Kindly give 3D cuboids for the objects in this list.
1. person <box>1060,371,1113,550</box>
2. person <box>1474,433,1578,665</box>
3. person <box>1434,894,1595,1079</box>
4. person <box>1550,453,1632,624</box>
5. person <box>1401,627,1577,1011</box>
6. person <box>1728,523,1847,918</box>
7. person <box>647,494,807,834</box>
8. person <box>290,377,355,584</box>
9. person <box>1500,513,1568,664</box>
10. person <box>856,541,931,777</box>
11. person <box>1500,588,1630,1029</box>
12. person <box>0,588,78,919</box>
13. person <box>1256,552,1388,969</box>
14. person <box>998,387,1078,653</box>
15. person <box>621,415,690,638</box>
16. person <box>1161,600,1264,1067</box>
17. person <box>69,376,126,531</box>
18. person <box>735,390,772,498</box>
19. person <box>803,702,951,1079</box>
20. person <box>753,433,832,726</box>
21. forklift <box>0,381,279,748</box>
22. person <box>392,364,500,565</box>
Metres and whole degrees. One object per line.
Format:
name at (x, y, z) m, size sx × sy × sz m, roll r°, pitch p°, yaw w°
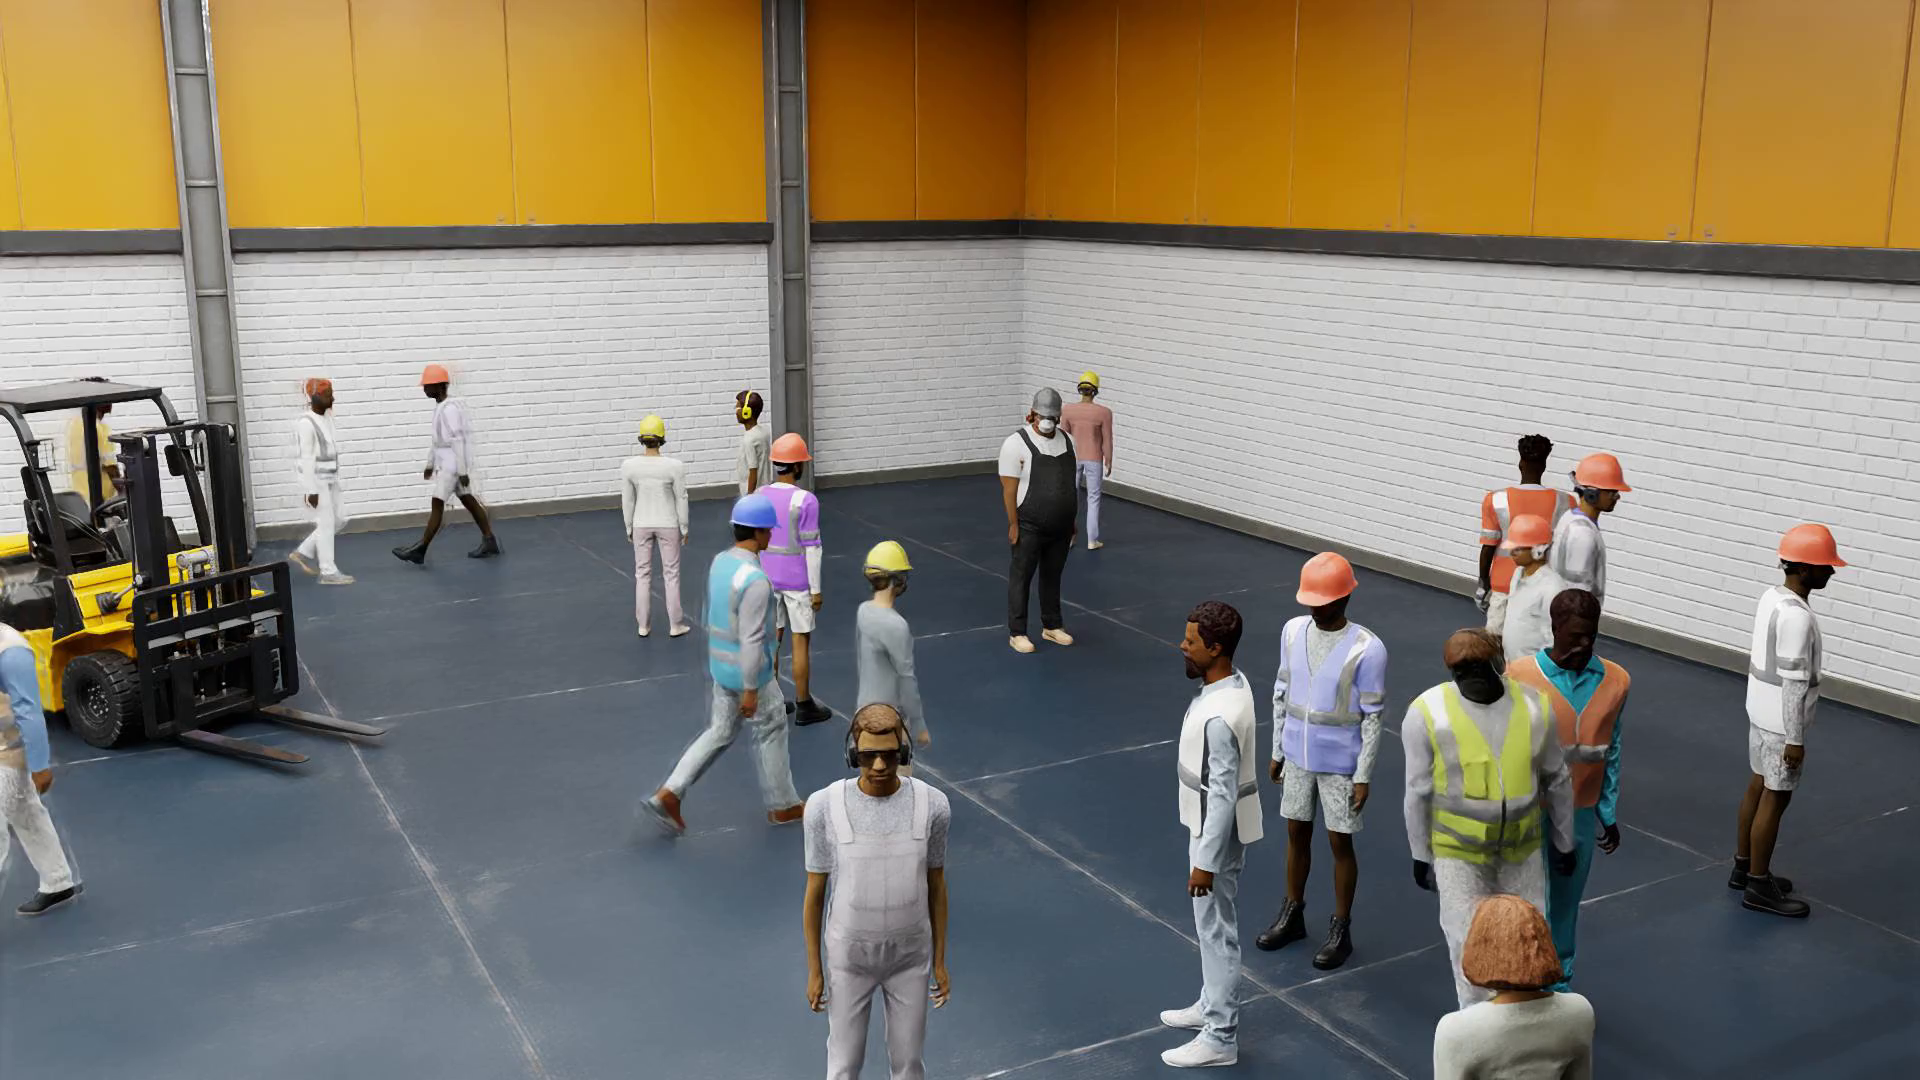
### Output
person at (1.235, -0.775, 16.271) m, size 0.532 × 1.756 × 0.344 m, roll 3°, pitch 13°, yaw 16°
person at (3.665, 0.285, 10.801) m, size 0.613 × 1.963 × 0.362 m, roll 2°, pitch 12°, yaw 11°
person at (1.508, 1.774, 4.635) m, size 0.505 × 1.628 × 0.278 m, roll -4°, pitch 13°, yaw -16°
person at (3.615, 0.496, 9.696) m, size 0.431 × 2.029 × 0.616 m, roll 3°, pitch 13°, yaw 15°
person at (2.139, 1.235, 6.773) m, size 0.713 × 1.812 × 0.465 m, roll -1°, pitch 12°, yaw -4°
person at (4.053, 0.866, 8.144) m, size 0.362 × 1.935 × 0.553 m, roll 3°, pitch 12°, yaw 13°
person at (-1.234, 0.697, 9.042) m, size 0.918 × 1.914 × 0.627 m, roll -7°, pitch 14°, yaw -31°
person at (-5.730, -0.520, 14.809) m, size 0.493 × 1.869 × 0.602 m, roll 0°, pitch 12°, yaw -1°
person at (3.182, 0.708, 9.355) m, size 0.359 × 1.753 × 0.582 m, roll -1°, pitch 12°, yaw -4°
person at (-0.359, 0.875, 8.545) m, size 0.331 × 1.766 × 0.551 m, roll -4°, pitch 13°, yaw -20°
person at (2.488, 1.127, 6.974) m, size 0.593 × 1.917 × 0.392 m, roll -2°, pitch 12°, yaw -10°
person at (-4.627, 1.011, 7.807) m, size 0.624 × 1.790 × 0.875 m, roll 9°, pitch 15°, yaw 36°
person at (1.640, 0.992, 7.576) m, size 0.542 × 1.930 × 0.366 m, roll 11°, pitch 16°, yaw 42°
person at (0.659, -0.166, 12.739) m, size 0.676 × 2.000 × 0.536 m, roll -8°, pitch 14°, yaw -32°
person at (-2.386, -0.102, 13.080) m, size 0.525 × 1.772 × 0.309 m, roll 1°, pitch 12°, yaw 3°
person at (1.027, 1.180, 6.717) m, size 0.392 × 1.920 × 0.593 m, roll 2°, pitch 12°, yaw 7°
person at (-7.276, -0.422, 14.148) m, size 0.643 × 1.945 × 0.542 m, roll 12°, pitch 17°, yaw 43°
person at (-1.724, -0.308, 13.806) m, size 0.328 × 1.873 × 0.519 m, roll 2°, pitch 12°, yaw 7°
person at (-0.276, 1.438, 5.683) m, size 0.508 × 1.846 × 0.345 m, roll -3°, pitch 12°, yaw -12°
person at (-1.124, 0.258, 10.991) m, size 0.547 × 1.938 × 0.377 m, roll 8°, pitch 14°, yaw 32°
forklift at (-5.853, 0.085, 11.199) m, size 2.313 × 2.155 × 1.214 m, roll 7°, pitch 14°, yaw 28°
person at (-4.871, -0.717, 15.697) m, size 1.015 × 1.875 × 0.560 m, roll -5°, pitch 13°, yaw -21°
